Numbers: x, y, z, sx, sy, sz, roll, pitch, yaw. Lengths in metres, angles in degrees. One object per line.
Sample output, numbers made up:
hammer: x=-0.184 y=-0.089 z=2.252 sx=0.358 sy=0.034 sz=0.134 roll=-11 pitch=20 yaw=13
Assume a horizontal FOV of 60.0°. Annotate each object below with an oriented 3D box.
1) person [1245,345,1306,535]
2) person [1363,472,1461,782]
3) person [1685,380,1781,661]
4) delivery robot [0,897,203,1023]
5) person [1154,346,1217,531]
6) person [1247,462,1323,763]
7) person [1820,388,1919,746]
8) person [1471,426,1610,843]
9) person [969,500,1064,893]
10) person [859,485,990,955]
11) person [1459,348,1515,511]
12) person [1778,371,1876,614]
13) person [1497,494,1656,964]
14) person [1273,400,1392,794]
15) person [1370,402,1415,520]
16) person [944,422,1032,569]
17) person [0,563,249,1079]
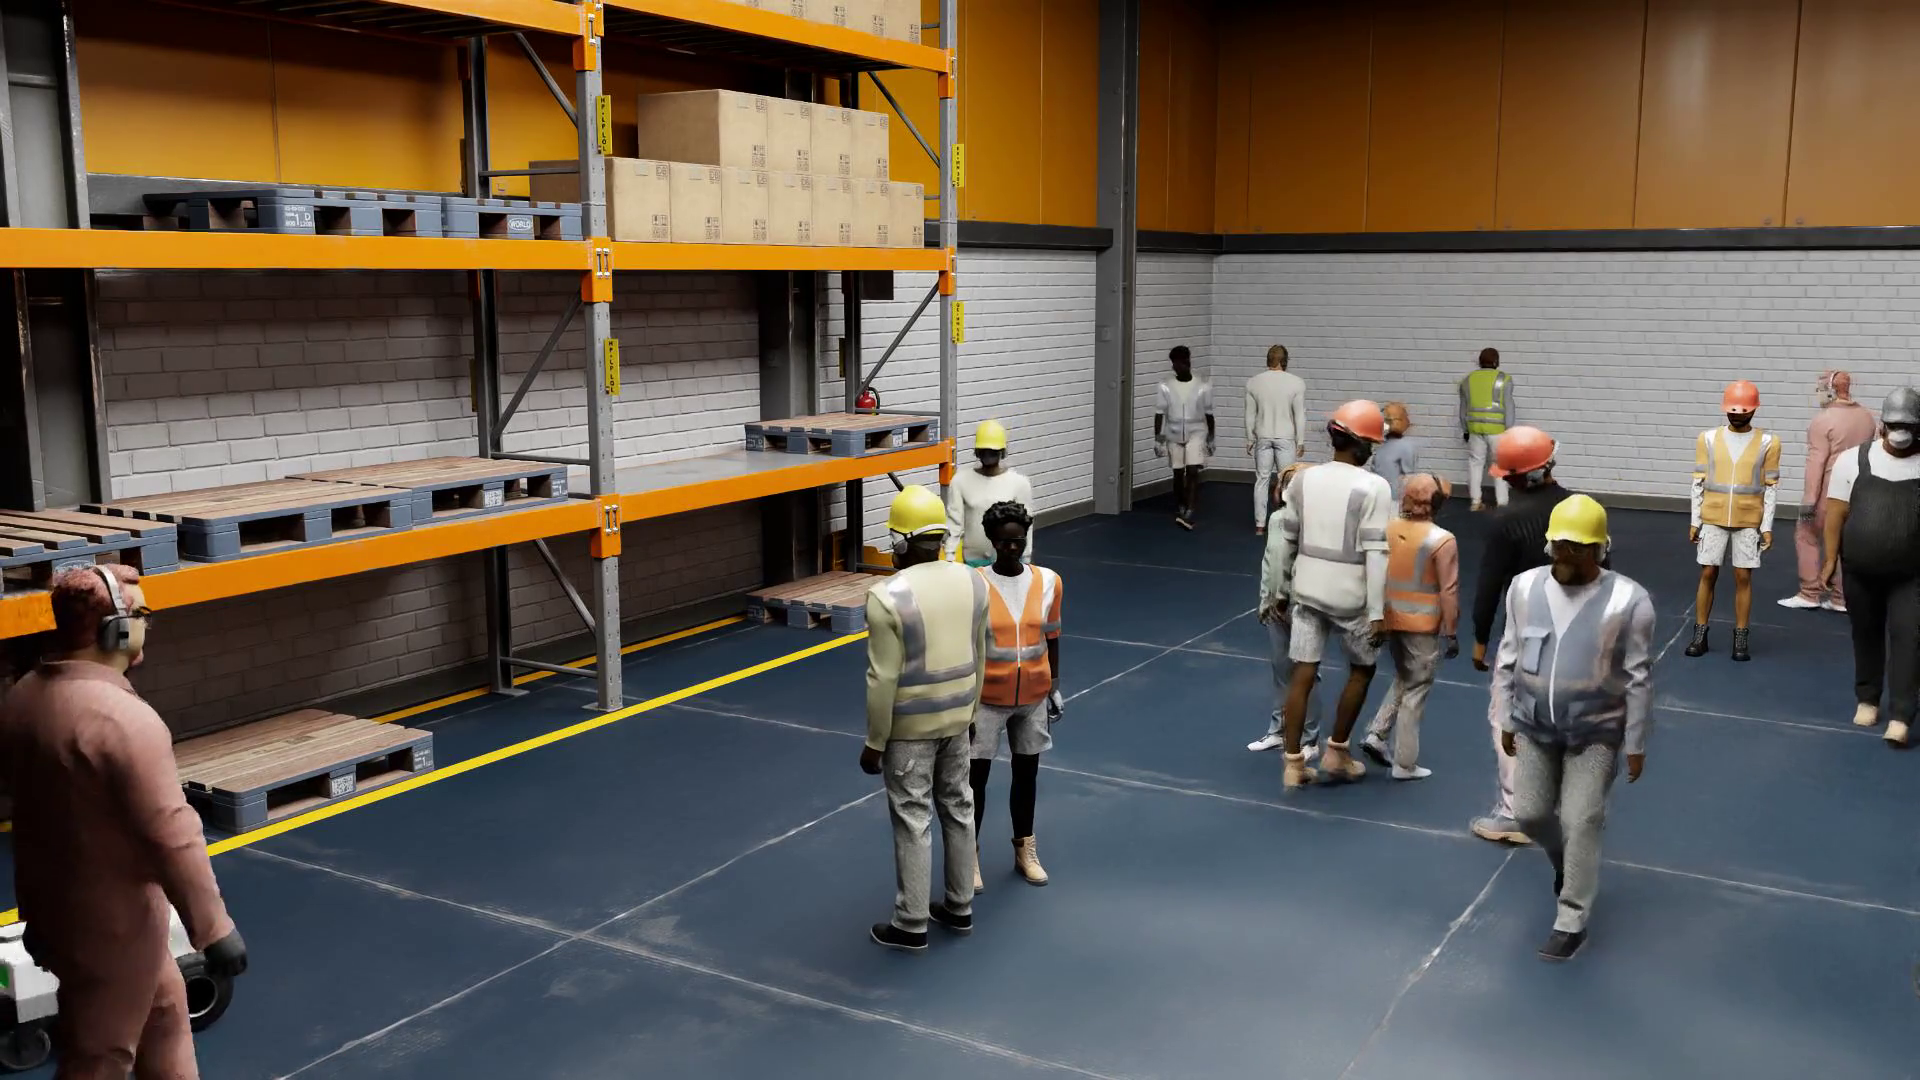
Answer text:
person: x=3.178 y=-0.997 z=16.779 sx=0.627 sy=1.935 sz=0.372 roll=4 pitch=10 yaw=25
person: x=2.371 y=0.456 z=8.657 sx=0.363 sy=1.621 sz=0.538 roll=-5 pitch=10 yaw=-27
person: x=5.292 y=-0.133 z=11.405 sx=0.542 sy=1.929 sz=0.369 roll=5 pitch=10 yaw=29
delivery robot: x=-2.993 y=1.408 z=5.766 sx=0.707 sy=0.478 sz=0.477 roll=-9 pitch=12 yaw=-42
person: x=2.338 y=-1.061 z=17.248 sx=0.644 sy=1.898 sz=1.022 roll=2 pitch=9 yaw=14
person: x=1.811 y=0.389 z=9.048 sx=0.285 sy=1.636 sz=0.500 roll=-5 pitch=11 yaw=-30
person: x=5.265 y=0.122 z=9.459 sx=0.690 sy=2.000 sz=0.935 roll=7 pitch=11 yaw=37
person: x=2.743 y=0.443 z=7.757 sx=0.689 sy=1.952 sz=0.414 roll=-2 pitch=9 yaw=-11
person: x=0.197 y=0.666 z=7.135 sx=0.540 sy=1.695 sz=0.317 roll=-3 pitch=10 yaw=-18
person: x=-0.153 y=0.698 z=6.507 sx=0.587 sy=1.835 sz=0.404 roll=-8 pitch=12 yaw=-41
person: x=5.836 y=-1.210 z=18.421 sx=0.661 sy=1.833 sz=0.438 roll=9 pitch=13 yaw=44
person: x=6.785 y=-0.368 z=13.013 sx=0.710 sy=1.890 sz=0.512 roll=-3 pitch=10 yaw=-20
person: x=2.425 y=0.704 z=6.553 sx=0.600 sy=1.816 sz=0.628 roll=8 pitch=12 yaw=40
person: x=1.912 y=0.287 z=8.515 sx=0.705 sy=2.005 sz=0.769 roll=-8 pitch=12 yaw=-43
person: x=3.487 y=-0.303 z=13.395 sx=0.474 sy=1.619 sz=0.521 roll=-3 pitch=10 yaw=-20
person: x=0.177 y=0.118 z=10.481 sx=0.536 sy=1.722 sz=0.891 roll=2 pitch=9 yaw=10
person: x=-2.189 y=0.991 z=4.527 sx=0.664 sy=1.873 sz=0.844 roll=8 pitch=12 yaw=41
